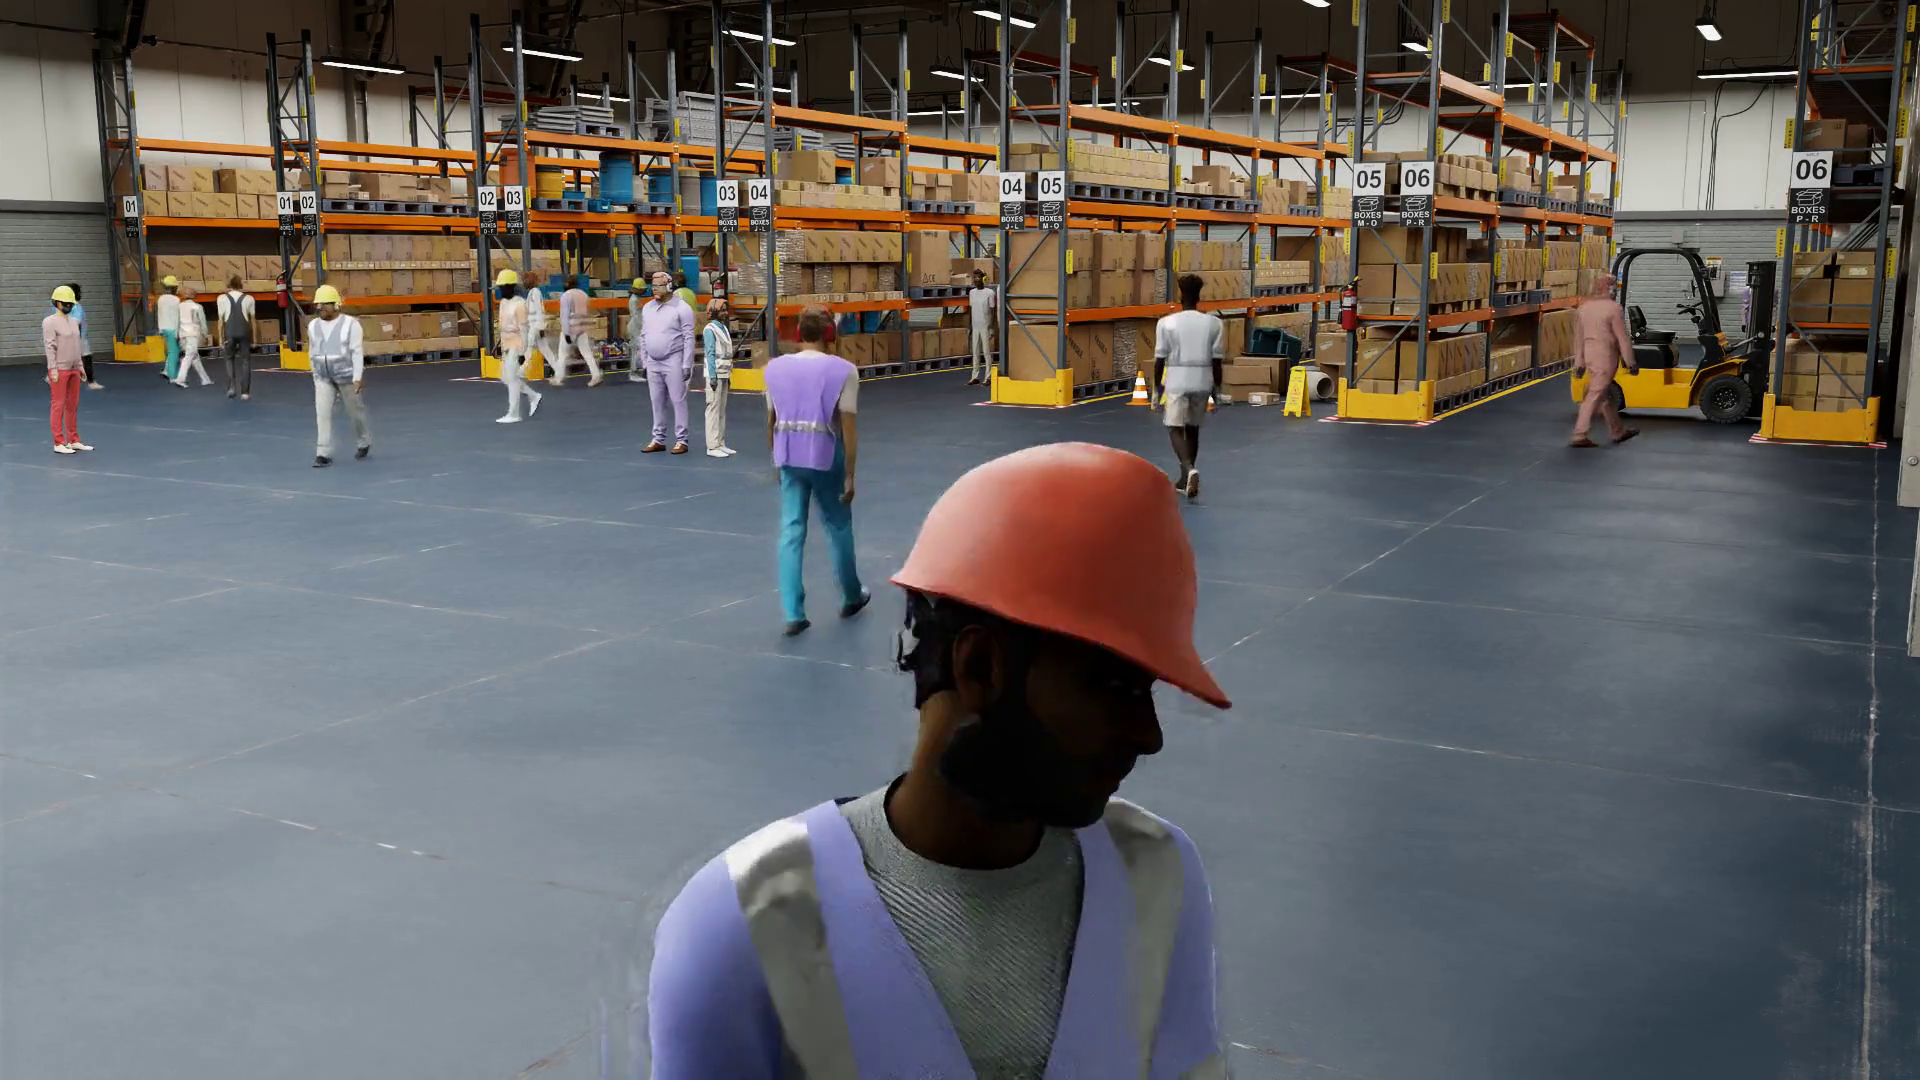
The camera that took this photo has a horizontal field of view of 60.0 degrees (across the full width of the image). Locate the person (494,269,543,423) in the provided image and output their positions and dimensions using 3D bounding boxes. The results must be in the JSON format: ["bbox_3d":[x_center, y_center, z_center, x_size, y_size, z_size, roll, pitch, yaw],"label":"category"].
[{"bbox_3d":[-5.543,-2.419,20.775,0.579,1.912,0.611,-7,12,-36],"label":"person"}]

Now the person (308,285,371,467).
[{"bbox_3d":[-6.208,-1.653,16.636,0.588,1.796,0.901,1,10,4],"label":"person"}]

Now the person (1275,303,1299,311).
[{"bbox_3d":[7.396,-5.321,37.789,0.610,1.902,0.443,3,10,17],"label":"person"}]

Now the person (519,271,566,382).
[{"bbox_3d":[-6.994,-3.514,27.454,0.958,1.833,0.627,-3,10,-15],"label":"person"}]

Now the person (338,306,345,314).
[{"bbox_3d":[-12.808,-4.598,34.031,0.525,1.740,0.728,4,11,23],"label":"person"}]

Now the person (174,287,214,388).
[{"bbox_3d":[-12.195,-3.204,26.316,0.532,1.589,0.851,4,10,20],"label":"person"}]

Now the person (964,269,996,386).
[{"bbox_3d":[0.333,-3.389,26.591,0.513,1.869,0.329,7,12,37],"label":"person"}]

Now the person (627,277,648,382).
[{"bbox_3d":[-5.304,-3.473,27.485,0.362,1.724,0.525,0,10,1],"label":"person"}]

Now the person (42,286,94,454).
[{"bbox_3d":[-9.439,-1.797,17.589,0.327,1.761,0.522,1,10,7],"label":"person"}]

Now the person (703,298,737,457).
[{"bbox_3d":[-2.511,-1.682,17.259,0.306,1.640,0.523,1,10,8],"label":"person"}]

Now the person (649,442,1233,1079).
[{"bbox_3d":[-0.009,0.869,1.546,0.596,1.905,0.390,-4,11,-24],"label":"person"}]

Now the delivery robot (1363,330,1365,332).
[{"bbox_3d":[8.990,-4.666,37.630,0.707,0.478,0.477,-3,10,-15],"label":"delivery robot"}]

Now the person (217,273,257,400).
[{"bbox_3d":[-10.477,-2.945,24.132,0.520,1.820,0.696,-5,11,-25],"label":"person"}]

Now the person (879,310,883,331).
[{"bbox_3d":[-2.078,-5.812,40.574,0.630,1.936,0.366,7,12,37],"label":"person"}]

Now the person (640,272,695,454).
[{"bbox_3d":[-3.097,-1.850,17.466,0.644,1.907,0.399,5,11,27],"label":"person"}]

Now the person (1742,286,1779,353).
[{"bbox_3d":[13.860,-3.795,28.826,0.589,1.918,0.400,1,10,4],"label":"person"}]

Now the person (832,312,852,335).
[{"bbox_3d":[-2.460,-4.375,32.294,0.652,1.882,1.039,9,13,43],"label":"person"}]

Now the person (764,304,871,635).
[{"bbox_3d":[-0.788,-0.412,9.354,0.576,1.803,0.909,3,10,15],"label":"person"}]

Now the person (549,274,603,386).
[{"bbox_3d":[-6.128,-3.335,26.524,0.989,1.796,0.613,6,12,32],"label":"person"}]

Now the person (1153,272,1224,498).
[{"bbox_3d":[1.969,-1.319,14.265,0.610,1.942,0.841,-2,10,-9],"label":"person"}]

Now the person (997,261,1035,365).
[{"bbox_3d":[0.888,-3.461,26.532,0.614,2.026,0.633,1,10,6],"label":"person"}]

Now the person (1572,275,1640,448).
[{"bbox_3d":[7.080,-1.932,18.080,0.949,1.861,0.650,-2,10,-10],"label":"person"}]

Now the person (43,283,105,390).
[{"bbox_3d":[-13.678,-3.110,25.552,0.532,1.668,0.817,6,12,33],"label":"person"}]

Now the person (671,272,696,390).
[{"bbox_3d":[-4.315,-3.213,25.682,0.440,1.824,0.630,5,11,25],"label":"person"}]

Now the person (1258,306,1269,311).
[{"bbox_3d":[6.922,-5.259,37.655,0.589,1.838,0.508,-7,12,-34],"label":"person"}]

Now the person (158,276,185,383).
[{"bbox_3d":[-12.853,-3.427,27.156,0.540,1.756,0.386,7,12,36],"label":"person"}]

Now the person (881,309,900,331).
[{"bbox_3d":[-1.663,-6.051,42.072,0.899,1.911,0.551,-7,12,-35],"label":"person"}]

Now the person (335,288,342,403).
[{"bbox_3d":[-8.785,-2.739,23.492,0.532,1.615,0.514,-5,11,-25],"label":"person"}]
